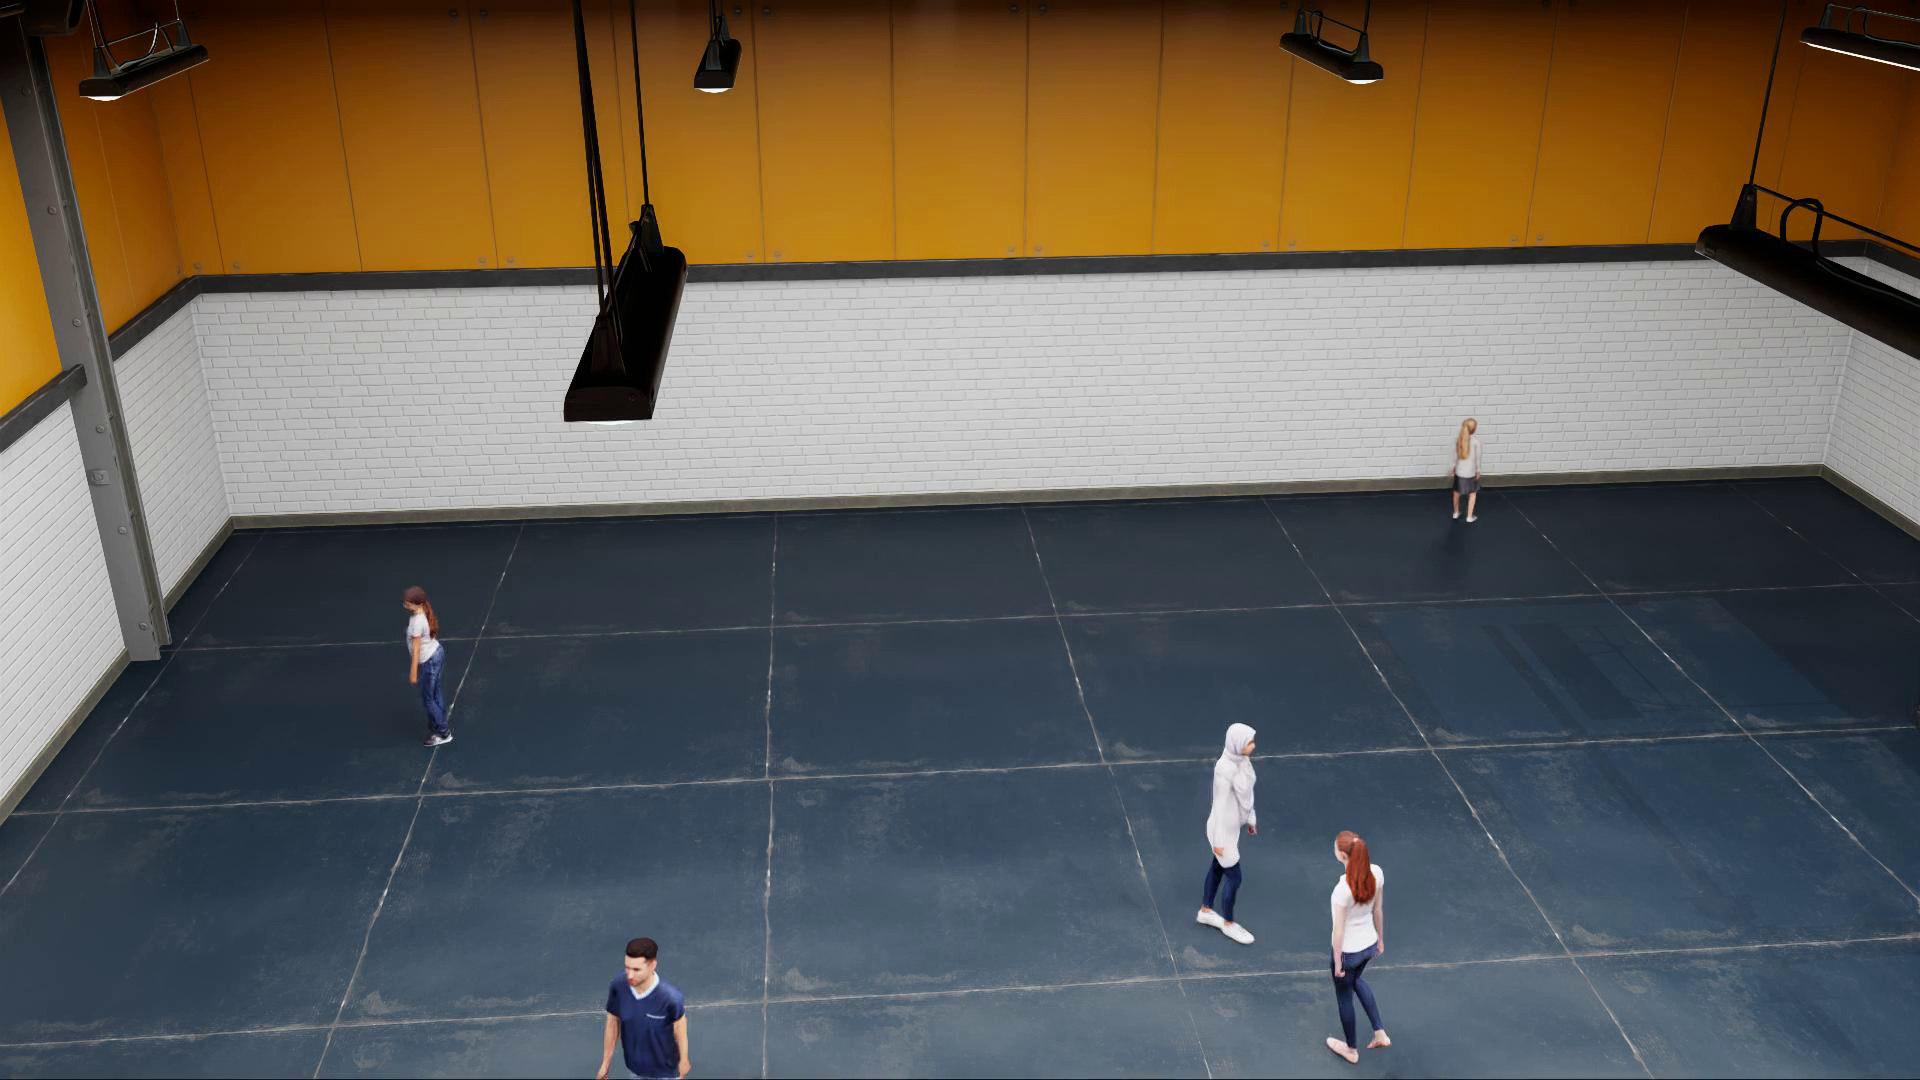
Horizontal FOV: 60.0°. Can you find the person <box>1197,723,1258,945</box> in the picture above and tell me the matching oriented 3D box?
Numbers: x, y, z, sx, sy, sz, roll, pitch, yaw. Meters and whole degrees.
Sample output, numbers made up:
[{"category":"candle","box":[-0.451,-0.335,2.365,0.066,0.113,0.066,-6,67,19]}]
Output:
[{"category":"person","box":[1.905,2.128,12.341,0.872,1.764,0.818,14,27,29]}]

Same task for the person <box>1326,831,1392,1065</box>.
[{"category":"person","box":[2.671,2.754,10.987,0.784,1.702,0.888,-15,28,-31]}]

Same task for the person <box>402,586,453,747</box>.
[{"category":"person","box":[-4.816,1.079,15.016,0.686,1.545,0.521,8,25,17]}]

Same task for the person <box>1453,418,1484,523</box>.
[{"category":"person","box":[5.986,-0.826,19.711,0.636,1.273,0.697,20,30,38]}]

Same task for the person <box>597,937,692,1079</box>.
[{"category":"person","box":[-1.814,3.104,10.066,1.014,1.797,1.217,12,26,25]}]
